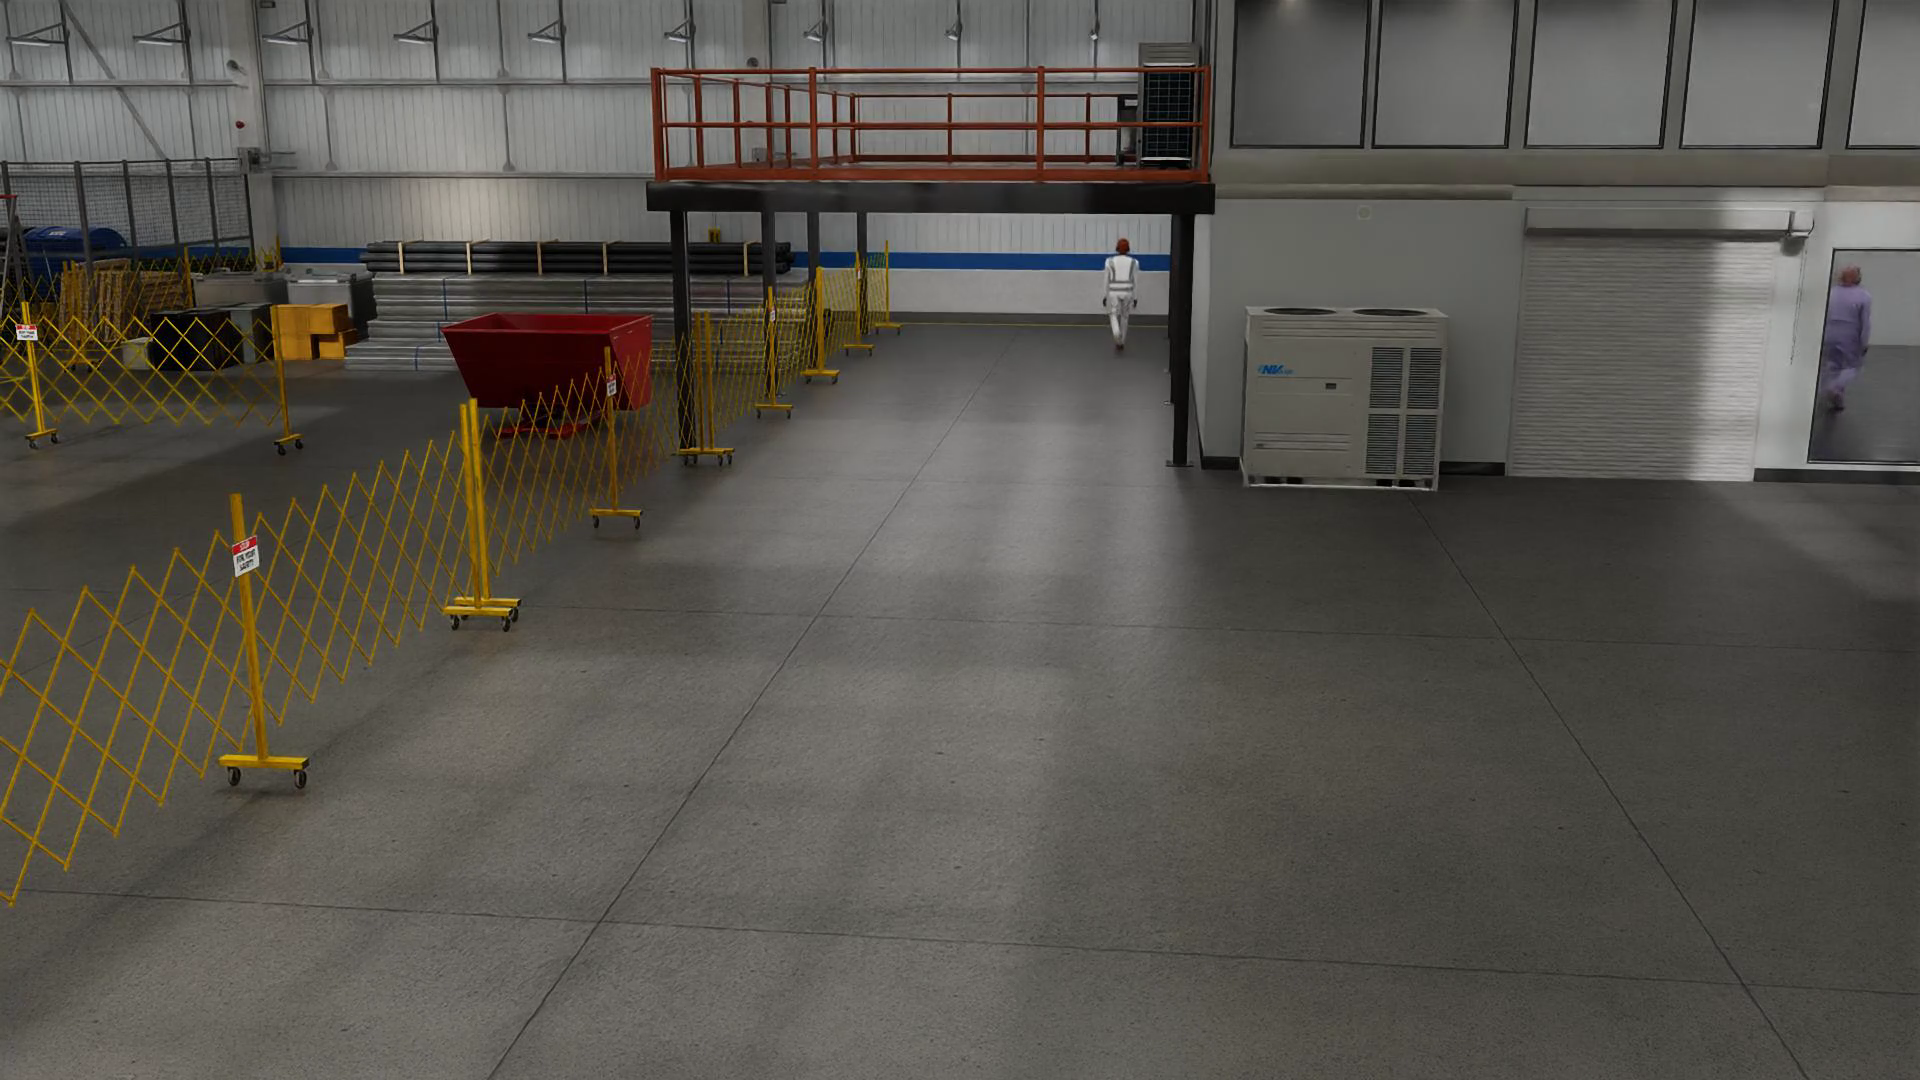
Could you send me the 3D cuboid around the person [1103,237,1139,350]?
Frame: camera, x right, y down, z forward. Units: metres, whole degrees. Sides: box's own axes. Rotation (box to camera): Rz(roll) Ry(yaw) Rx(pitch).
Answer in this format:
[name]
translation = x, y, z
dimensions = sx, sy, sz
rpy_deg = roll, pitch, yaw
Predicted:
[person]
translation = 2.656, -4.034, 27.393
dimensions = 0.595, 1.870, 0.645
rpy_deg = 0, 14, 0
